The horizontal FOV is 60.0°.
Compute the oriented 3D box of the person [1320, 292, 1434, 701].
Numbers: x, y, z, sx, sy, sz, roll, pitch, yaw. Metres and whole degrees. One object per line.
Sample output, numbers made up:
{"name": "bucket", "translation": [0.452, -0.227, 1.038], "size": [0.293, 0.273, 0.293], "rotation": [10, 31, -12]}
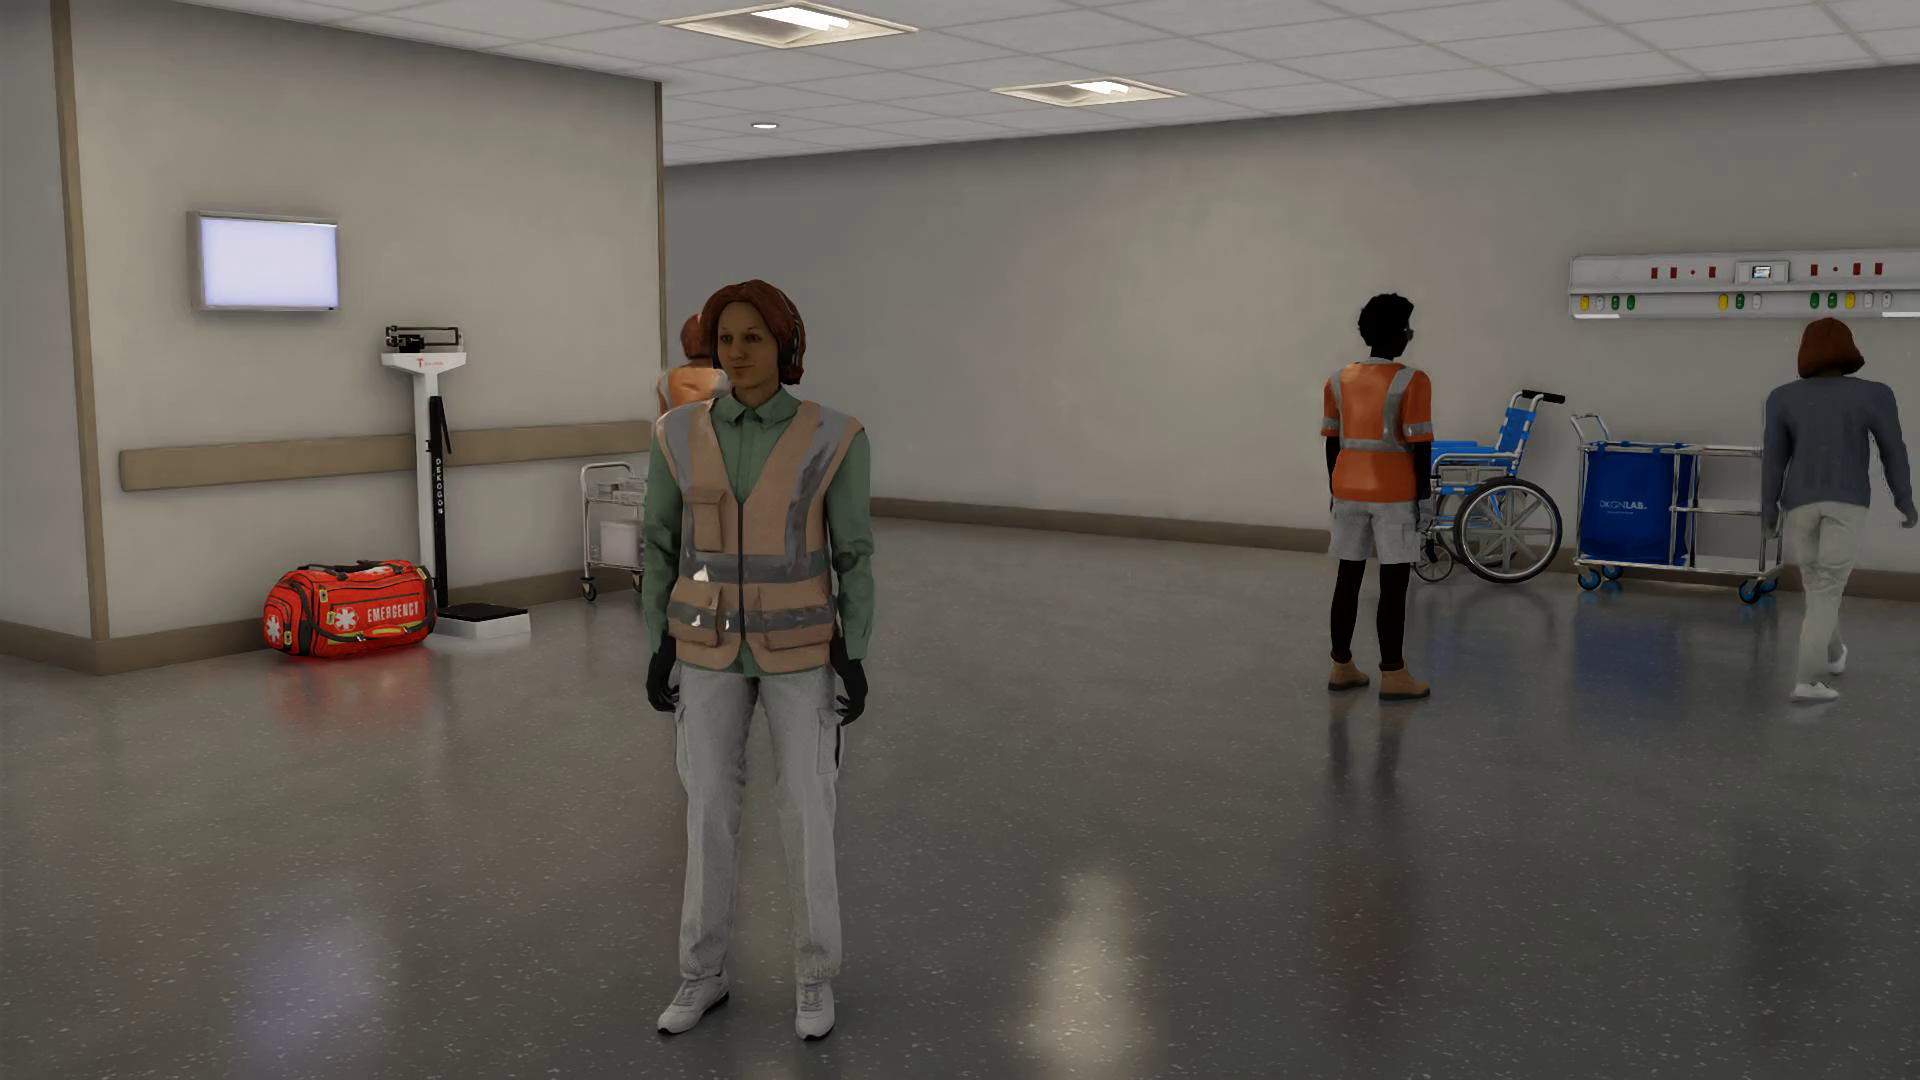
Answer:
{"name": "person", "translation": [1.758, -0.182, 6.978], "size": [0.316, 1.697, 0.542], "rotation": [-6, 9, -38]}

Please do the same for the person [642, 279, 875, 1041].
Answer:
{"name": "person", "translation": [-0.440, 0.264, 3.626], "size": [0.514, 1.642, 0.310], "rotation": [1, 7, 7]}

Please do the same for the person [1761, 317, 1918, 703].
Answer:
{"name": "person", "translation": [3.716, -0.137, 7.047], "size": [0.847, 1.589, 0.540], "rotation": [-6, 10, -42]}

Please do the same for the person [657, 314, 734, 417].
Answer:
{"name": "person", "translation": [-1.216, -0.262, 7.948], "size": [0.534, 1.615, 0.548], "rotation": [3, 8, 21]}
